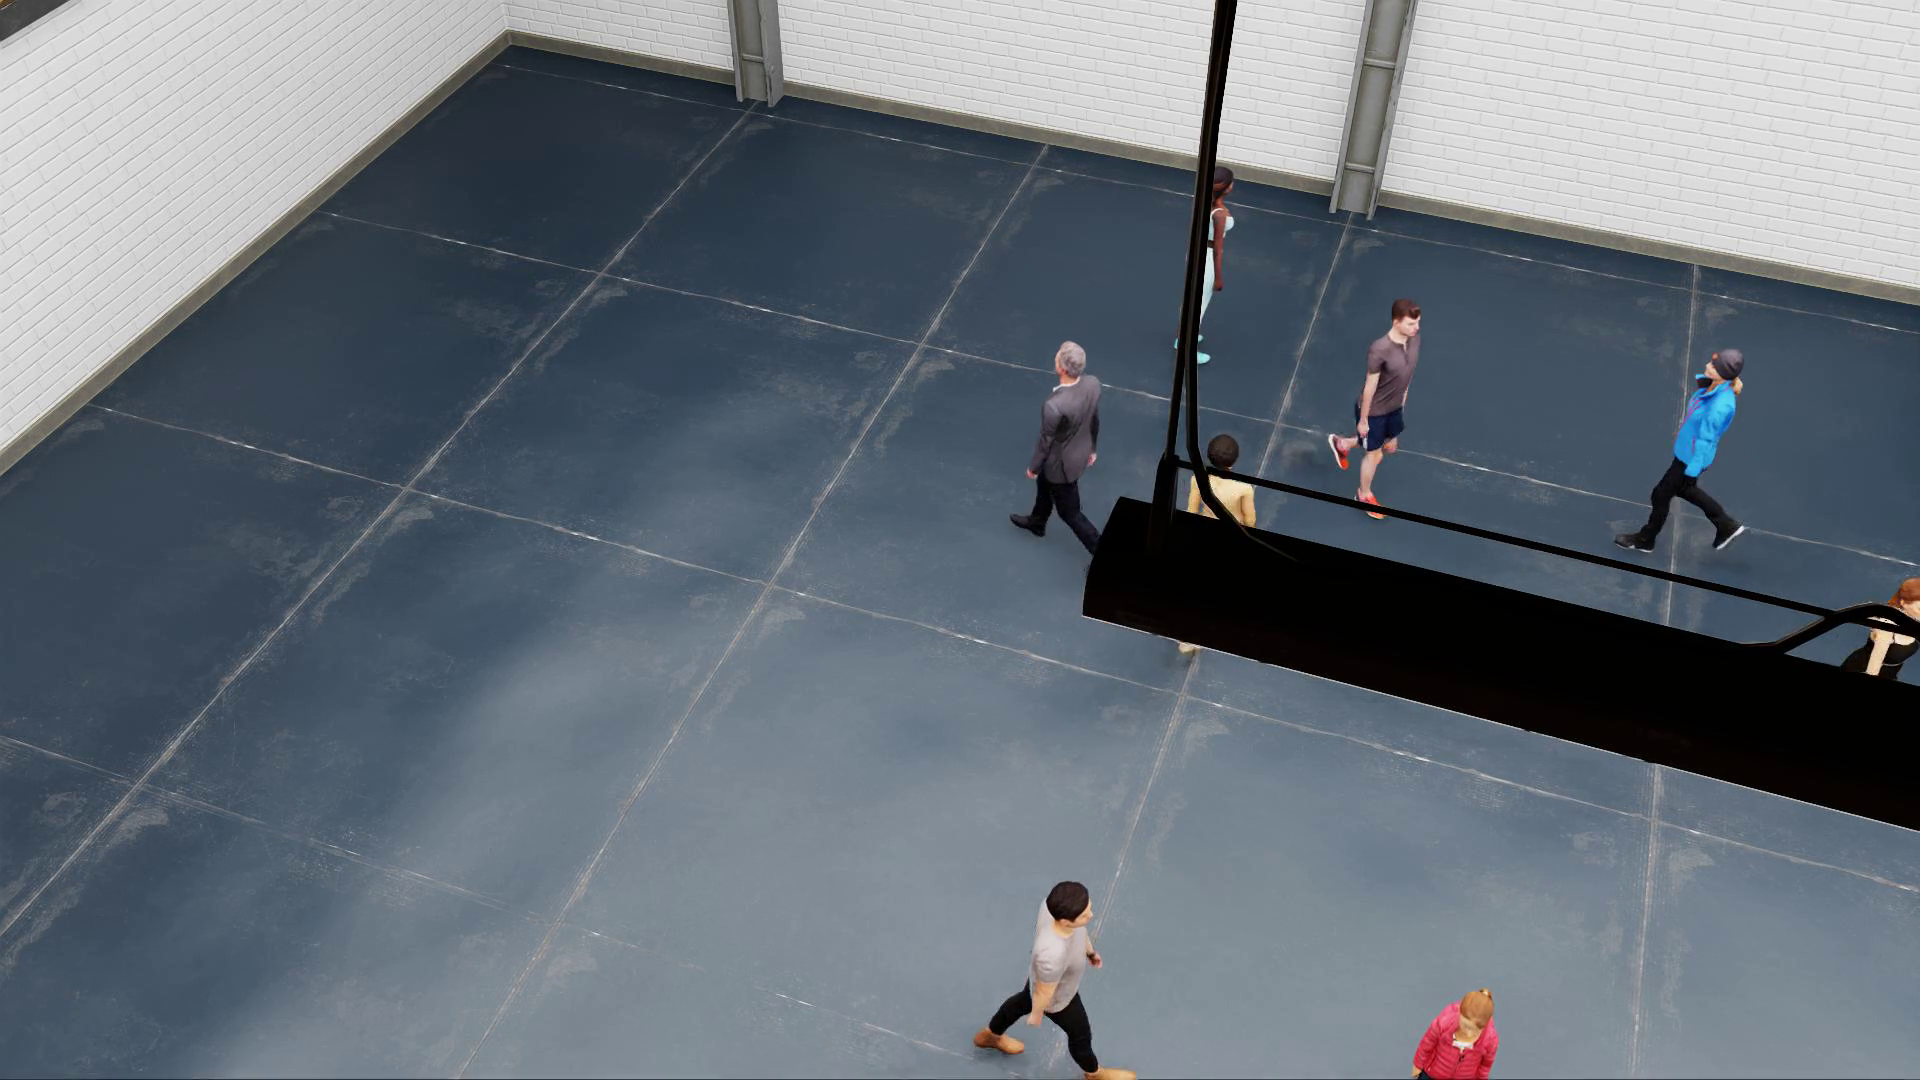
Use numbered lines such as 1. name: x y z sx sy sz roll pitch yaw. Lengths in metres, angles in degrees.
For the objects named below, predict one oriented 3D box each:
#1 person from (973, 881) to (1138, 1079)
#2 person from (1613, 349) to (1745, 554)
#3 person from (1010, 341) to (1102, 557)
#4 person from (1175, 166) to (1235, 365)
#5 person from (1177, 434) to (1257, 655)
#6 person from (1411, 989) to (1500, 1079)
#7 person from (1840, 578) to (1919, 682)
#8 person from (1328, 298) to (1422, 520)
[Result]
1. person: 0.396 2.246 8.528 1.179 1.679 0.804 4 44 4
2. person: 5.112 -0.545 11.386 1.005 1.778 0.606 14 45 14
3. person: 0.781 -0.513 11.338 1.286 1.797 0.869 23 48 23
4. person: 1.935 -2.178 13.141 0.701 1.721 0.664 -9 44 -9
5. person: 1.666 0.048 10.876 1.127 1.623 0.847 25 49 24
6. person: 2.464 2.653 8.363 0.424 1.316 0.559 14 45 14
7. person: 5.465 0.774 10.133 0.874 1.597 0.909 -13 45 -13
8. person: 2.922 -0.988 11.809 0.925 1.836 1.046 -30 51 -27
